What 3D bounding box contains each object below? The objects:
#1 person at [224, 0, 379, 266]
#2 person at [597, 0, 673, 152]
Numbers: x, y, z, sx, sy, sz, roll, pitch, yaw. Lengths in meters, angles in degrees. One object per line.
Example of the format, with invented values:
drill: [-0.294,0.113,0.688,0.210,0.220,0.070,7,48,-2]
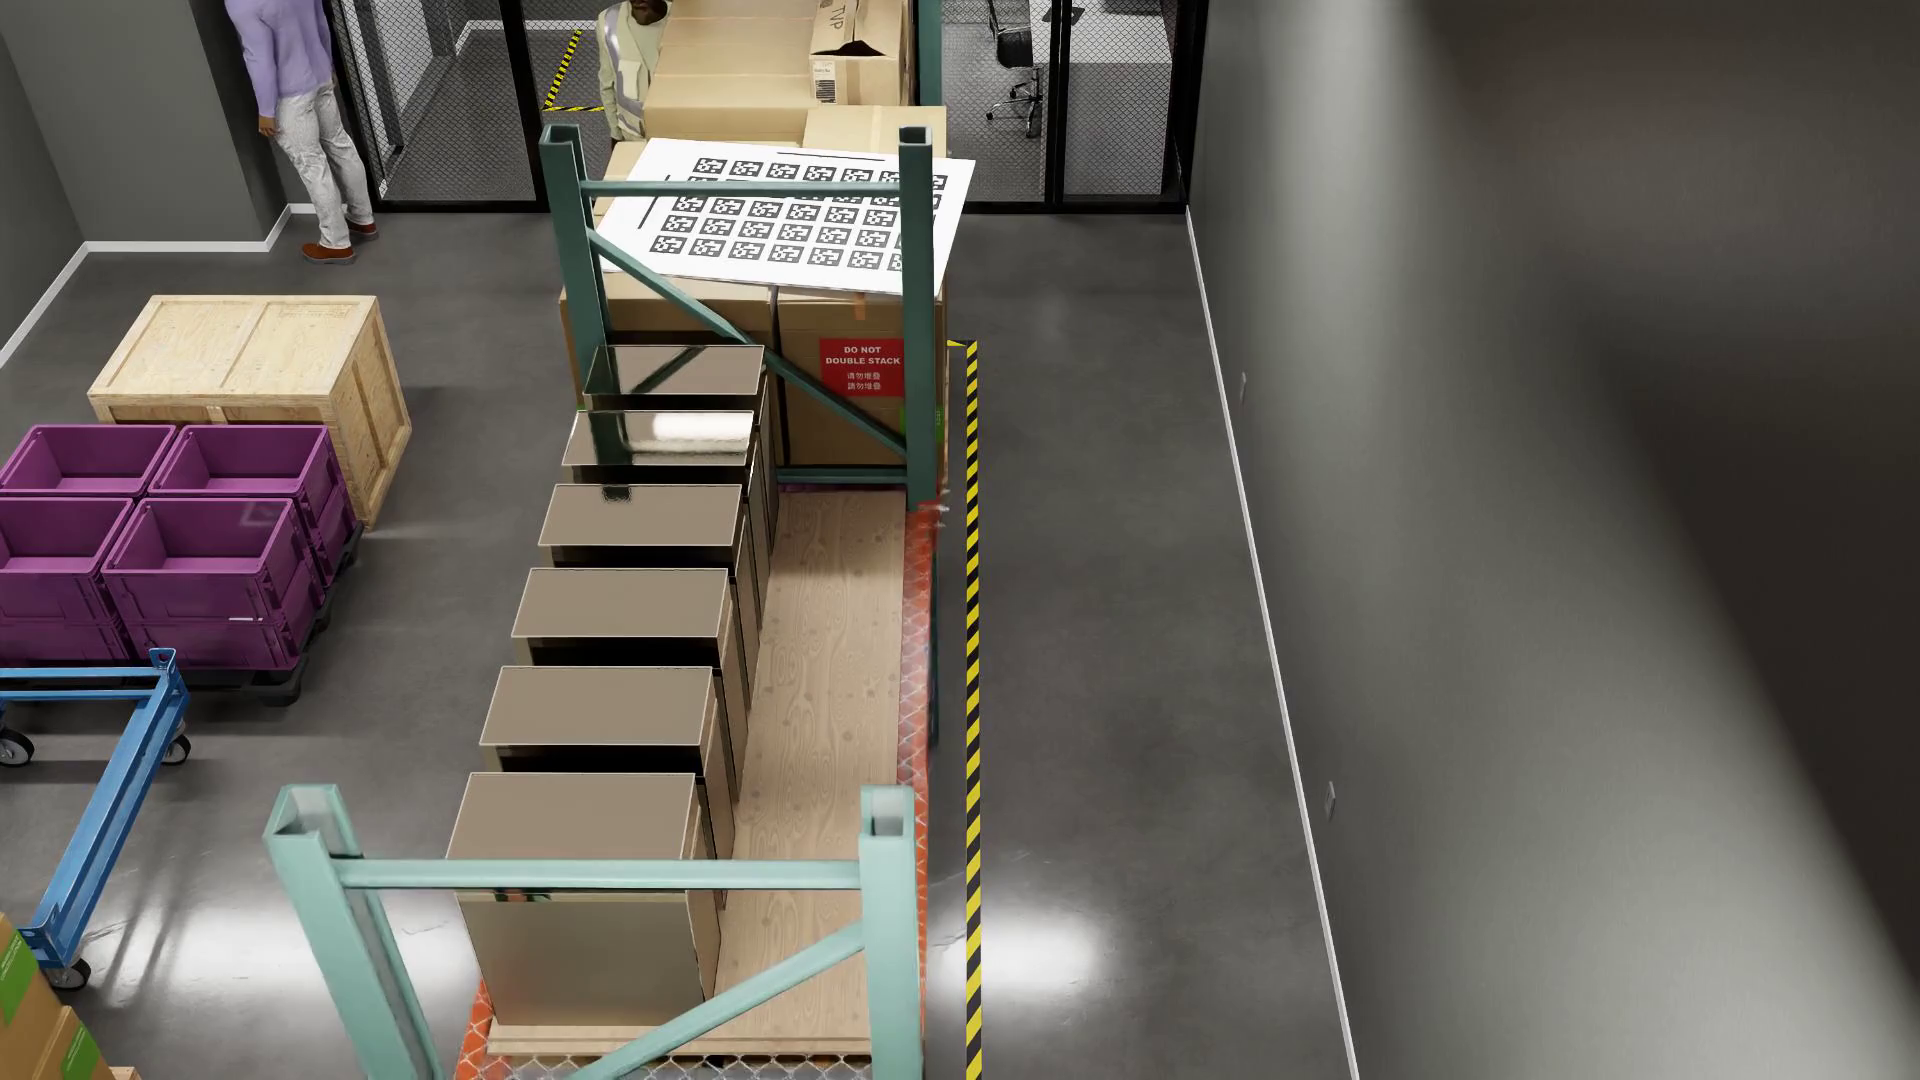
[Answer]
person: [-3.414,-2.337,8.558,0.356,1.938,0.633,11,42,12]
person: [-1.487,-2.072,8.333,0.591,1.834,0.404,2,41,2]
